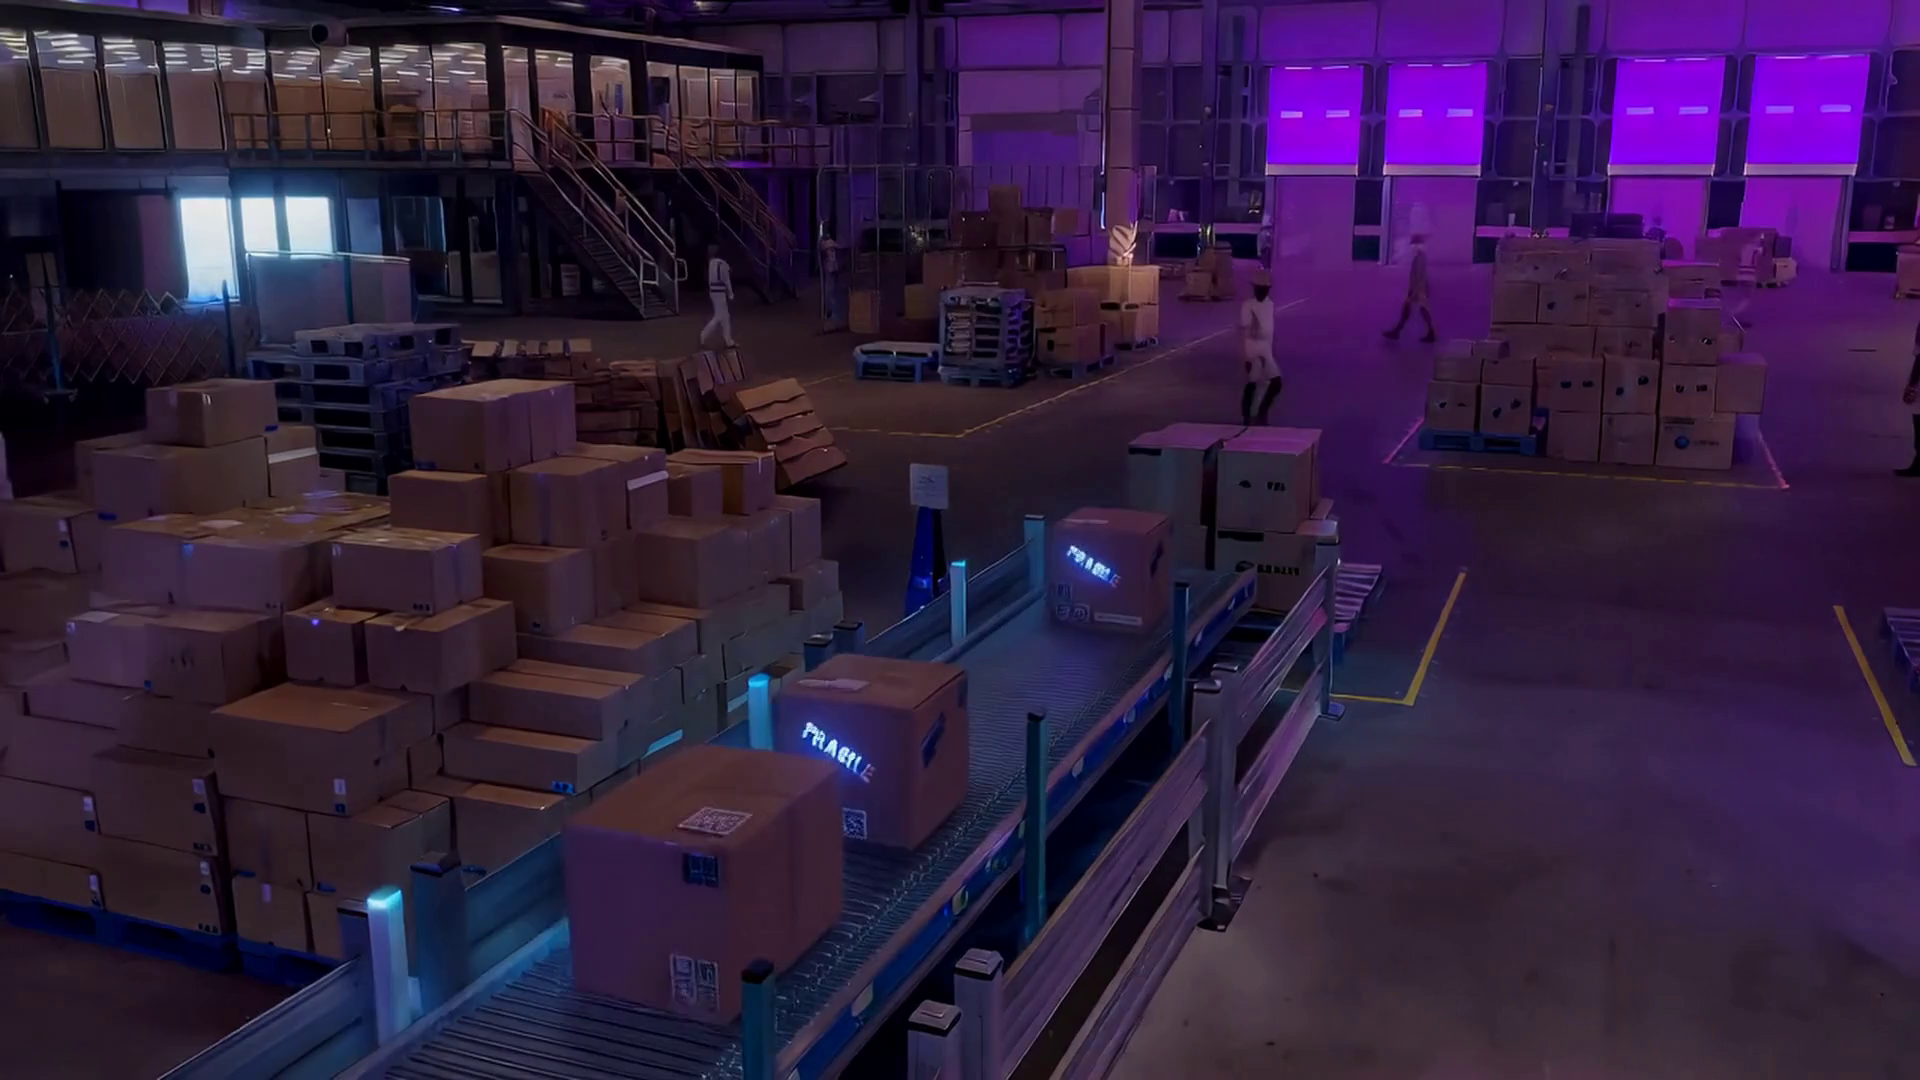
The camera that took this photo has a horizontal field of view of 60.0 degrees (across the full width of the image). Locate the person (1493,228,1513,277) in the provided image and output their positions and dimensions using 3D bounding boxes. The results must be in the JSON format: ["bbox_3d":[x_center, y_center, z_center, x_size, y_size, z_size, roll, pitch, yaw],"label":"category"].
[{"bbox_3d":[10.706,-5.203,32.811,0.363,1.879,0.579,7,14,27],"label":"person"}]

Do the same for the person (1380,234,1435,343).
[{"bbox_3d":[7.924,-4.398,29.147,0.957,1.888,0.569,1,13,5],"label":"person"}]

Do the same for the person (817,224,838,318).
[{"bbox_3d":[-2.702,-5.507,34.095,0.393,1.911,0.589,8,15,33],"label":"person"}]

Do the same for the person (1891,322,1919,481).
[{"bbox_3d":[9.473,-1.558,16.240,0.606,1.966,0.367,-6,14,-26],"label":"person"}]

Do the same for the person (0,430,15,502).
[{"bbox_3d":[-5.602,-0.019,9.307,0.635,1.978,0.508,-1,13,-6],"label":"person"}]

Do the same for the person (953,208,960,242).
[{"bbox_3d":[-0.231,-9.301,51.287,0.660,1.832,0.513,-1,13,-7],"label":"person"}]

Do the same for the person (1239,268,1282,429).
[{"bbox_3d":[3.410,-2.092,18.748,0.571,1.916,0.575,-11,17,-41],"label":"person"}]

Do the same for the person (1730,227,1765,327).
[{"bbox_3d":[15.086,-5.028,31.903,0.617,1.932,0.622,-5,13,-20],"label":"person"}]

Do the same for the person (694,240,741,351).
[{"bbox_3d":[-4.082,-4.070,27.792,0.854,1.856,0.576,-8,15,-33],"label":"person"}]

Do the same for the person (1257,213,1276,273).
[{"bbox_3d":[8.268,-7.916,45.043,0.634,1.841,0.429,-11,17,-41],"label":"person"}]

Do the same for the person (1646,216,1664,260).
[{"bbox_3d":[17.363,-7.160,41.604,0.334,1.865,0.517,-8,15,-32],"label":"person"}]
